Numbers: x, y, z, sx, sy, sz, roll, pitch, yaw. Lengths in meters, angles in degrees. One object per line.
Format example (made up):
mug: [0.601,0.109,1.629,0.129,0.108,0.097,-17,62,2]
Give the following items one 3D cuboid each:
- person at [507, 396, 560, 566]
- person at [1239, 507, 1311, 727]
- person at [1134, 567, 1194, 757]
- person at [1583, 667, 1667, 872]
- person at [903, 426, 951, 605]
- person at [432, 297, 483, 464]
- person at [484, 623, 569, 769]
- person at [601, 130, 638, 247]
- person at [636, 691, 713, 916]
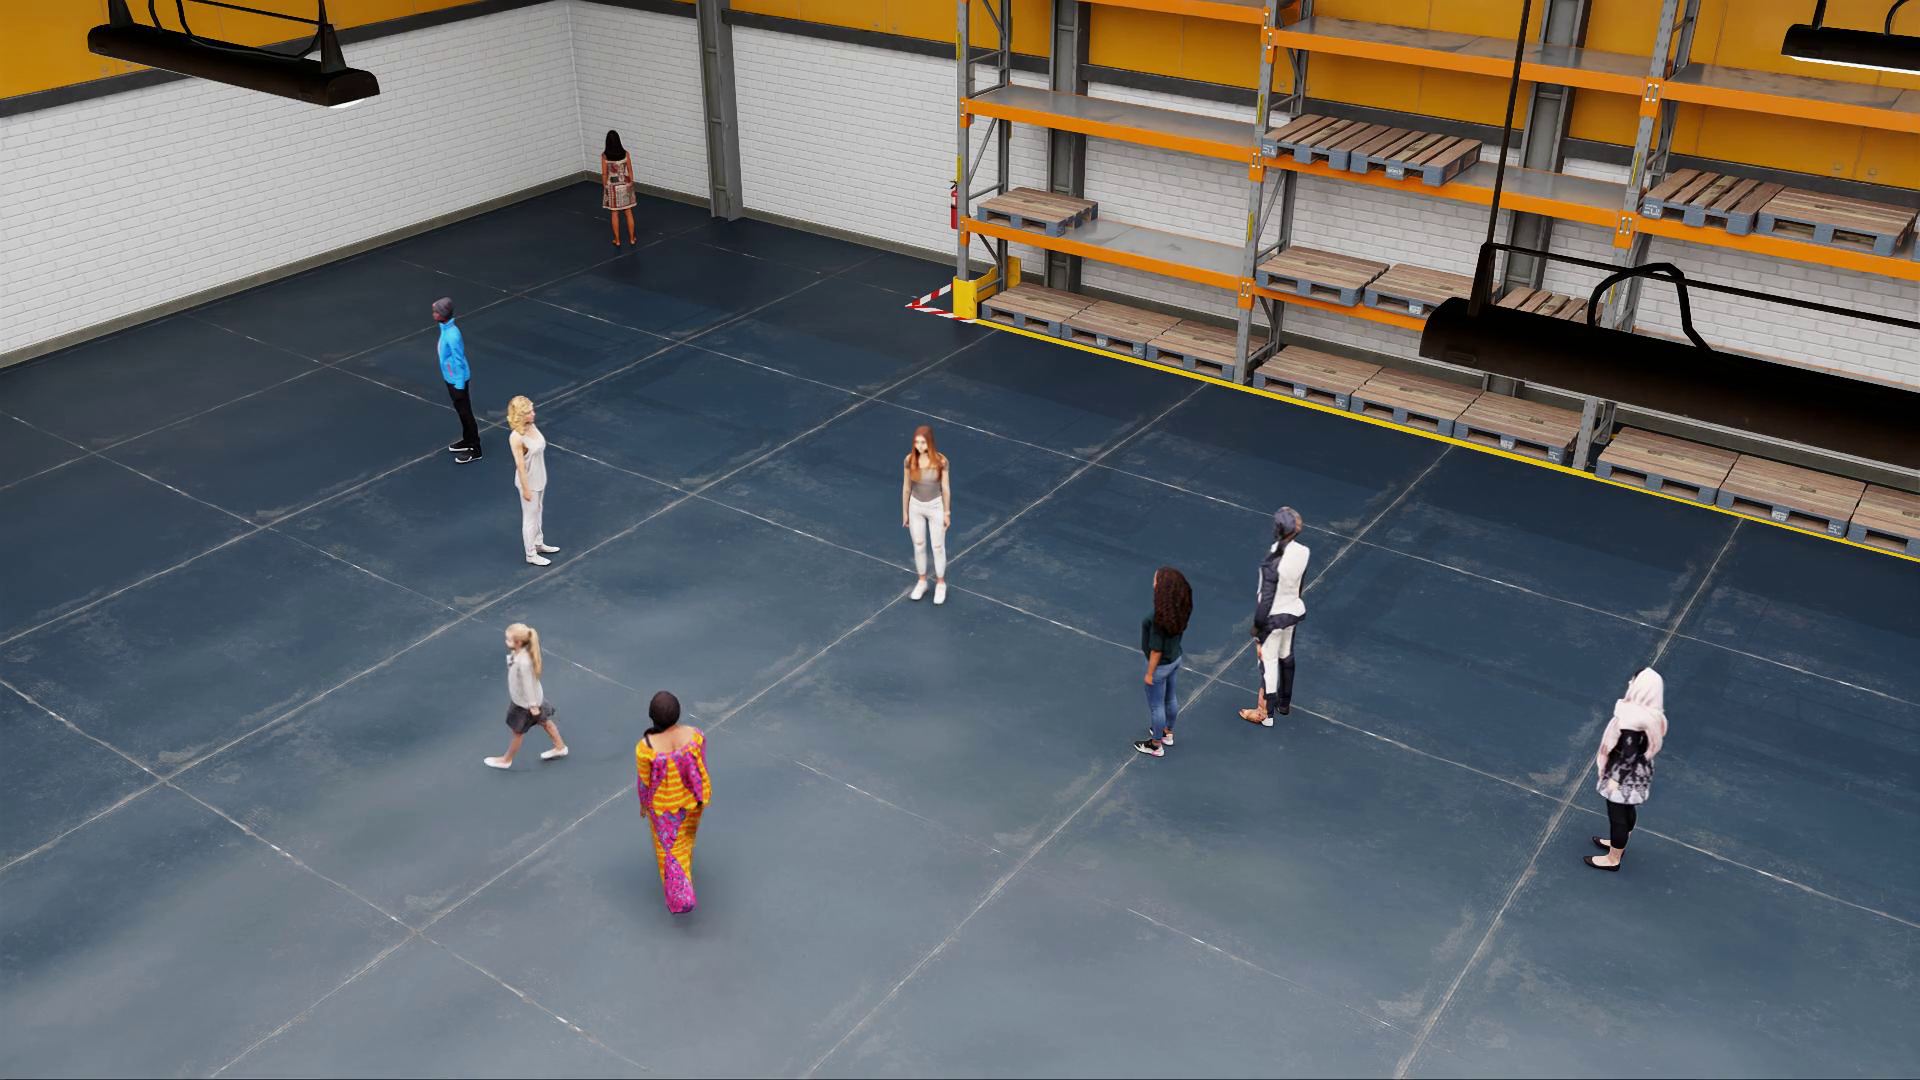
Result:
person: [-4.034,-0.580,15.611,0.690,1.670,0.688,3,29,6]
person: [2.529,0.606,13.206,0.739,1.893,0.680,-22,36,-34]
person: [1.577,0.935,12.891,0.591,1.617,0.598,20,35,33]
person: [4.681,1.599,11.654,0.602,1.636,0.619,18,33,29]
person: [-0.289,-0.255,14.968,0.598,1.716,0.723,5,29,9]
person: [-5.295,-1.698,17.533,0.750,1.794,0.621,-14,32,-24]
person: [-3.262,1.200,12.795,0.895,1.244,0.866,-7,29,-13]
person: [-4.904,-5.056,23.844,0.724,1.645,0.733,-10,30,-18]
person: [-1.940,1.767,11.310,0.979,1.670,1.191,-14,31,-23]
